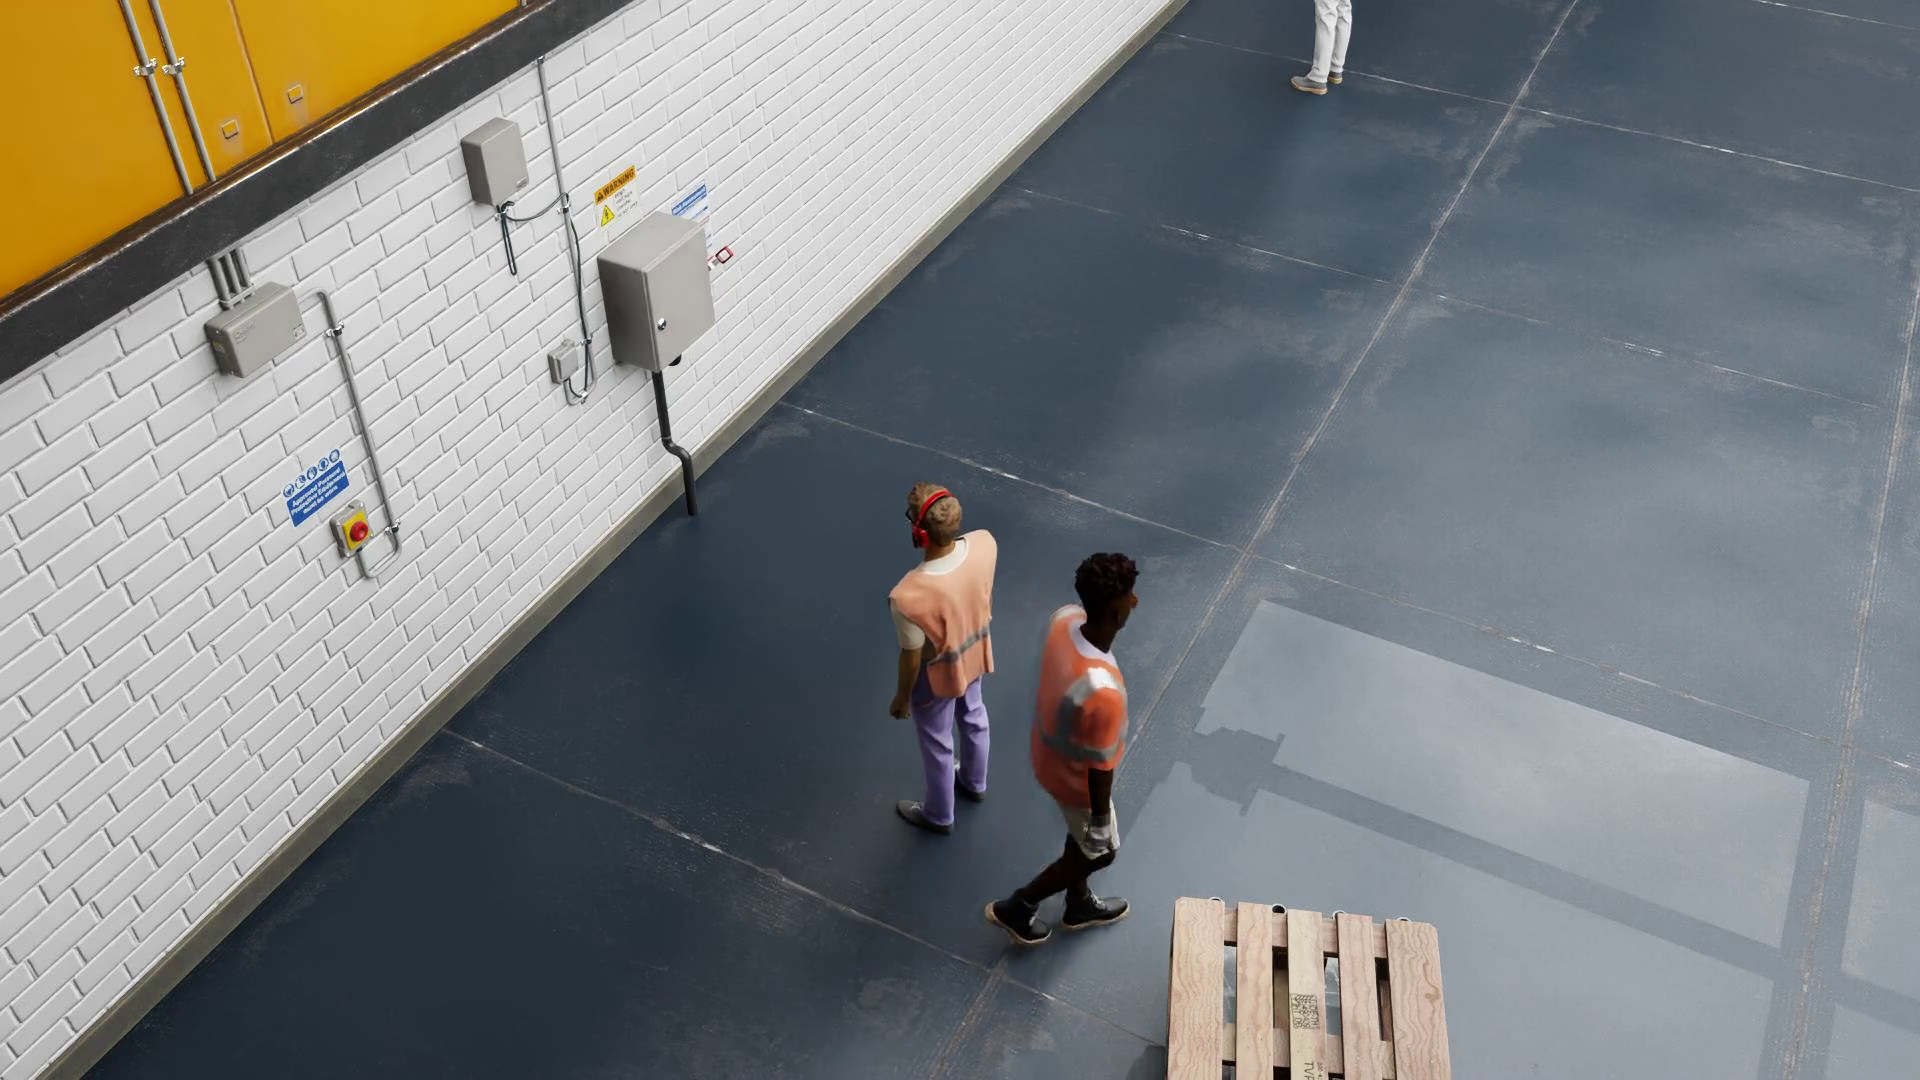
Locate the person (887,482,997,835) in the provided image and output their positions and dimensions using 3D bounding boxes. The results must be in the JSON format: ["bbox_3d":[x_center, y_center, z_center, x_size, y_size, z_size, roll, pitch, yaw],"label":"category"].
[{"bbox_3d":[-0.063,0.540,7.004,0.393,1.846,0.562,30,49,30],"label":"person"}]

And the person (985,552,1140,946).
[{"bbox_3d":[0.413,0.887,6.544,0.569,1.927,0.662,-10,42,-11],"label":"person"}]

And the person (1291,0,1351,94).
[{"bbox_3d":[2.852,-4.330,12.624,0.356,1.882,0.574,31,49,31],"label":"person"}]
